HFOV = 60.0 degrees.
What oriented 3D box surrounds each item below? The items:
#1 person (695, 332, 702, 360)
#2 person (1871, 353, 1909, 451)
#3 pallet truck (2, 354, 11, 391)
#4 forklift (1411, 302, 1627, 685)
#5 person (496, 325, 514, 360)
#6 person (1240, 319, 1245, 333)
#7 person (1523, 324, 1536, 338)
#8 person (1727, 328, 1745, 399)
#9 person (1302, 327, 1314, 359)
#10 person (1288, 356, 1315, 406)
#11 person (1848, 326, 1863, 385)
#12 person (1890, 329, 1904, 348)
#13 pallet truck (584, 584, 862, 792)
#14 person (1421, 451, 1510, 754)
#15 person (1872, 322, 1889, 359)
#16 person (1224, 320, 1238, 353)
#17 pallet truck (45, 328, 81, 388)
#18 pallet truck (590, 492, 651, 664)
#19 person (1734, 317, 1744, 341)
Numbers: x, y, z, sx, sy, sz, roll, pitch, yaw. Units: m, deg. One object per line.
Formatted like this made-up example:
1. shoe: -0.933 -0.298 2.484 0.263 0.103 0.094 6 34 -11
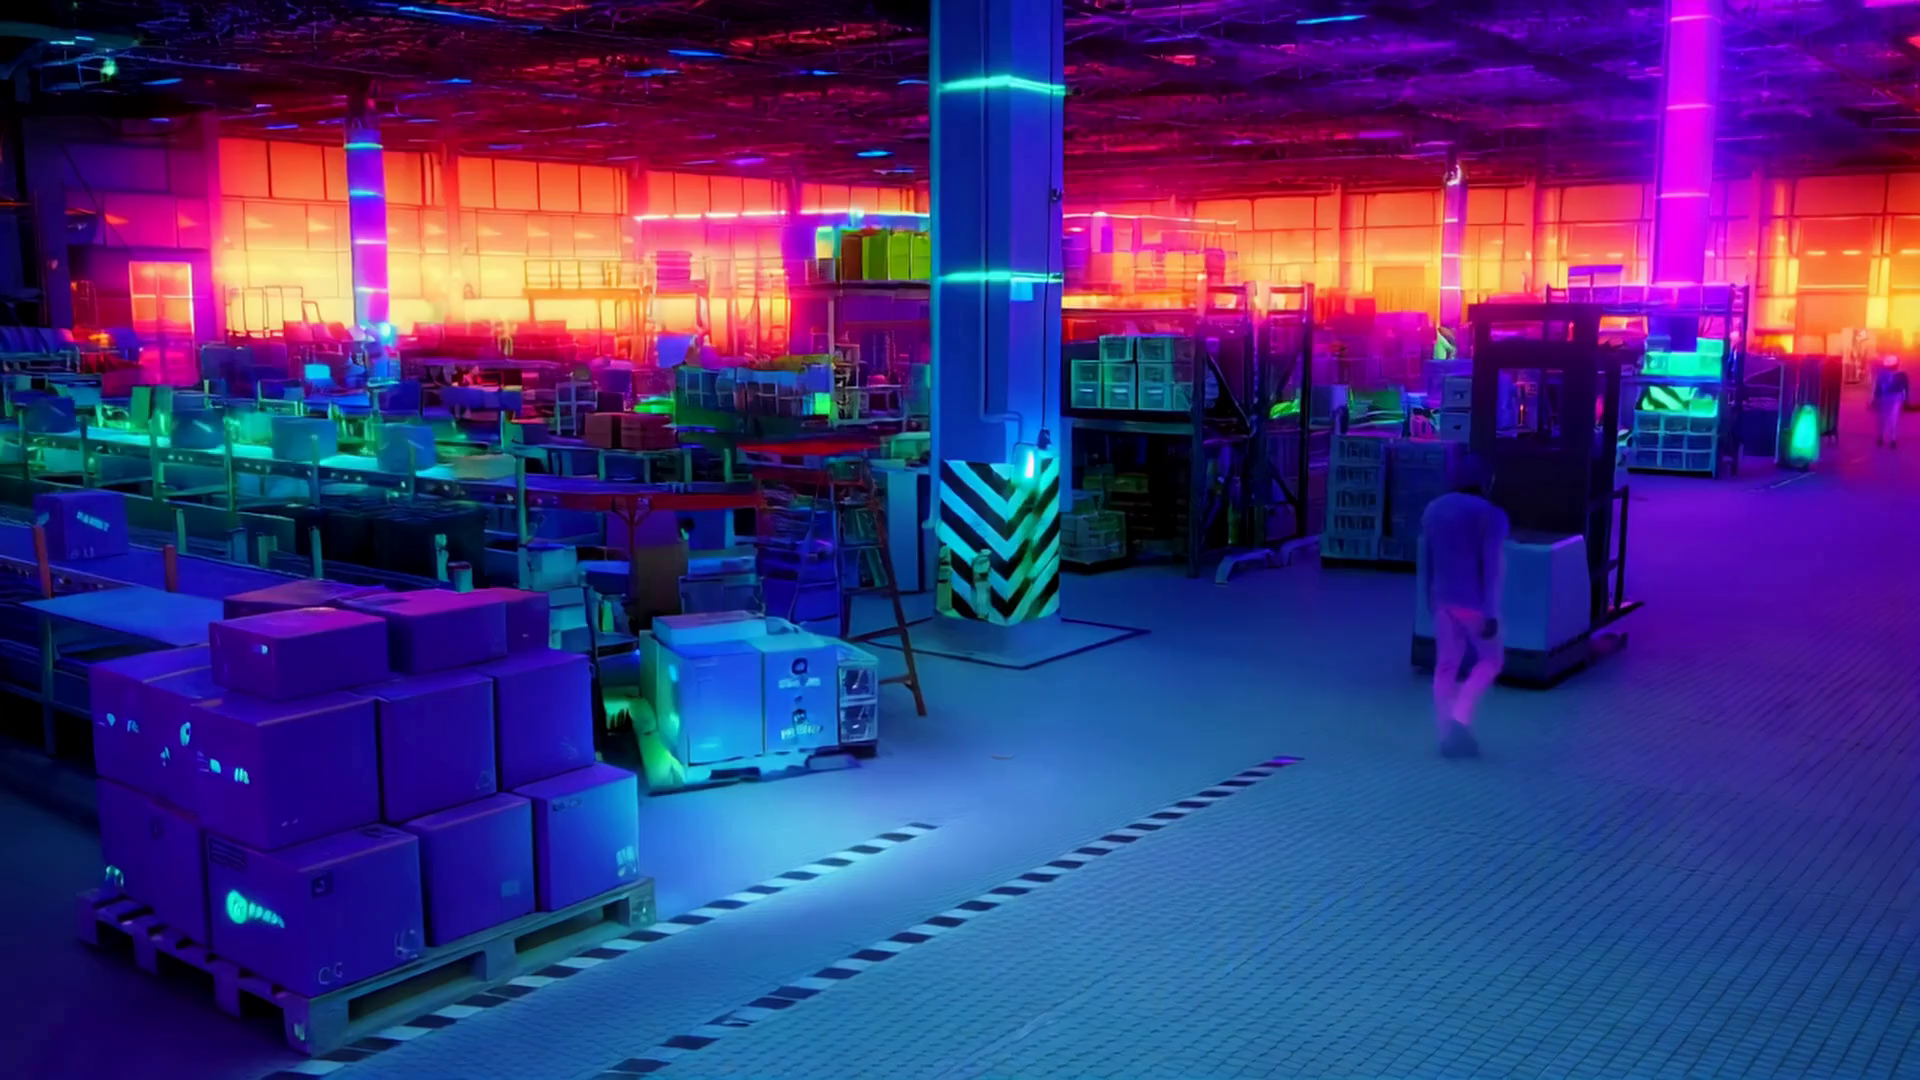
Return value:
1. person: -10.226 -7.666 64.953 0.354 1.879 0.566 2 9 12
2. person: 17.195 -2.559 30.777 0.608 1.808 0.656 5 10 29
3. pallet truck: -24.881 -4.417 42.634 1.885 1.965 0.823 8 11 41
4. forklift: 4.379 -0.438 12.852 1.129 2.768 1.873 7 11 37
5. person: -12.457 -4.854 45.428 0.608 2.045 0.392 6 11 37
6. person: 13.737 -9.952 80.562 0.708 1.825 0.635 7 11 38
7. person: 16.777 -5.386 49.021 1.028 2.000 0.686 6 10 36
8. person: 21.280 -4.817 45.534 0.544 1.939 0.354 -4 9 -27
9. person: 10.586 -5.614 50.715 0.386 1.992 0.625 1 9 7
10. person: 6.785 -2.800 32.835 0.548 1.656 0.831 7 11 39
11. person: 28.388 -5.840 52.658 0.328 1.872 0.513 -3 9 -21
12. person: 32.356 -6.423 57.282 0.850 1.649 0.548 -2 9 -10
13. pallet truck: -1.426 0.805 10.019 1.601 1.201 0.680 -4 9 -26
14. person: 3.159 0.404 10.398 0.427 1.925 0.629 -7 11 -39
15. person: 35.031 -7.400 63.331 0.644 1.826 0.429 -3 9 -17
16. person: 10.390 -7.504 63.830 0.565 1.883 0.984 1 9 9
17. pallet truck: -23.775 -4.544 43.495 1.885 1.965 0.823 6 10 35
18. pallet truck: -3.115 0.344 12.883 0.653 1.274 1.630 7 11 37
19. person: 31.841 -8.149 67.954 0.603 1.949 0.389 -8 11 -43
